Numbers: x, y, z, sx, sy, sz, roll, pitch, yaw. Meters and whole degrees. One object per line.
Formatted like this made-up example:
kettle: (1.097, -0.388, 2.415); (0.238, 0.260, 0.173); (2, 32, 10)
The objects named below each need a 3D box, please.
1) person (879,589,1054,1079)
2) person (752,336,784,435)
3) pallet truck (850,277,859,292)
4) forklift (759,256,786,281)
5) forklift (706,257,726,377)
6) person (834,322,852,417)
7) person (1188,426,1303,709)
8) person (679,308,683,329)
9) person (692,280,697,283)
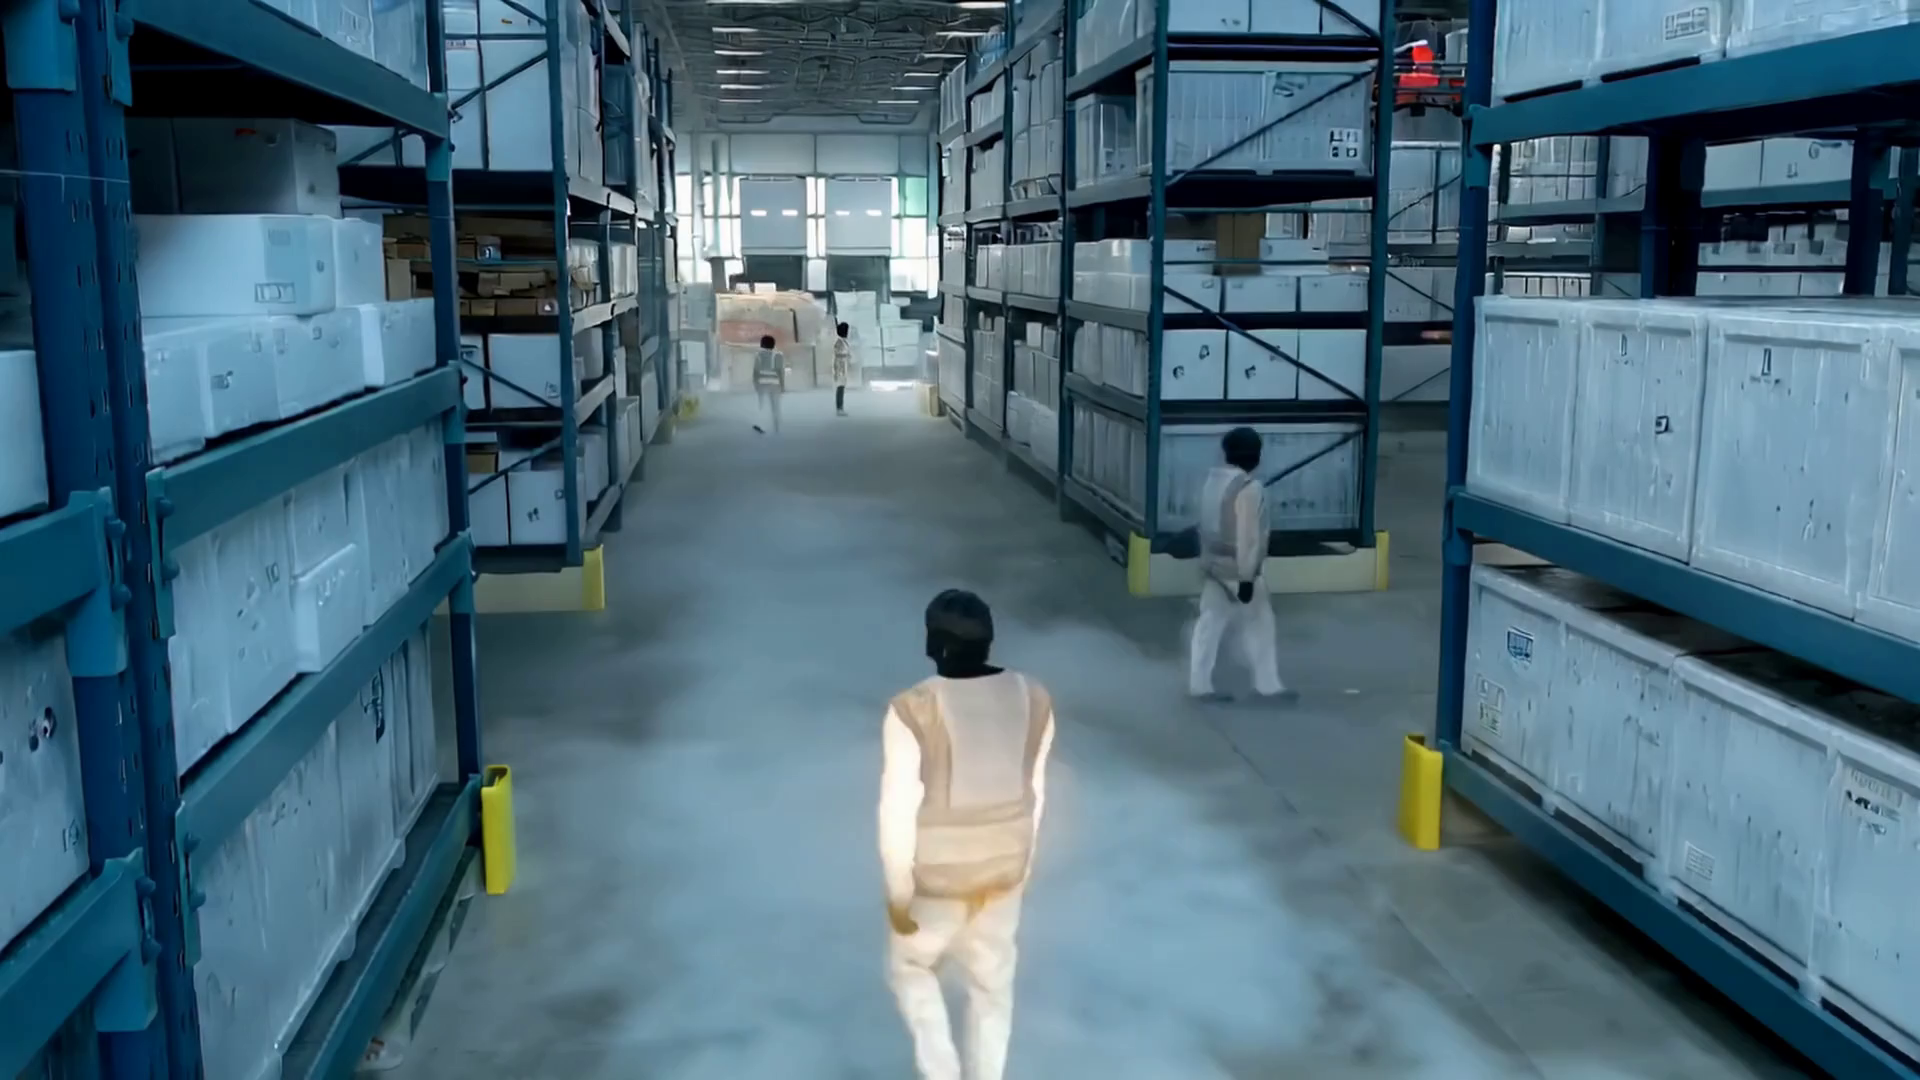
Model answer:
person: (0.004, 1.067, 5.411); (0.624, 1.832, 0.433); (-5, 11, -27)
person: (-3.113, -2.494, 26.829); (0.552, 1.596, 0.758); (2, 10, 13)
pallet truck: (-3.782, -9.391, 65.808); (1.885, 1.965, 0.823); (2, 10, 10)
forklift: (-6.855, -9.006, 60.996); (1.129, 2.768, 1.873); (-5, 11, -26)
forklift: (-5.620, -5.178, 38.709); (1.873, 2.768, 1.129); (-1, 10, -7)
person: (-2.106, -3.060, 29.827); (0.319, 1.696, 0.532); (-1, 10, -7)
person: (1.842, 0.185, 10.574); (0.853, 1.810, 0.664); (-3, 10, -18)
person: (-6.706, -4.637, 39.120); (0.861, 1.657, 0.539); (-4, 11, -24)
person: (-10.014, -8.858, 62.907); (0.588, 1.927, 0.370); (-1, 10, -6)
